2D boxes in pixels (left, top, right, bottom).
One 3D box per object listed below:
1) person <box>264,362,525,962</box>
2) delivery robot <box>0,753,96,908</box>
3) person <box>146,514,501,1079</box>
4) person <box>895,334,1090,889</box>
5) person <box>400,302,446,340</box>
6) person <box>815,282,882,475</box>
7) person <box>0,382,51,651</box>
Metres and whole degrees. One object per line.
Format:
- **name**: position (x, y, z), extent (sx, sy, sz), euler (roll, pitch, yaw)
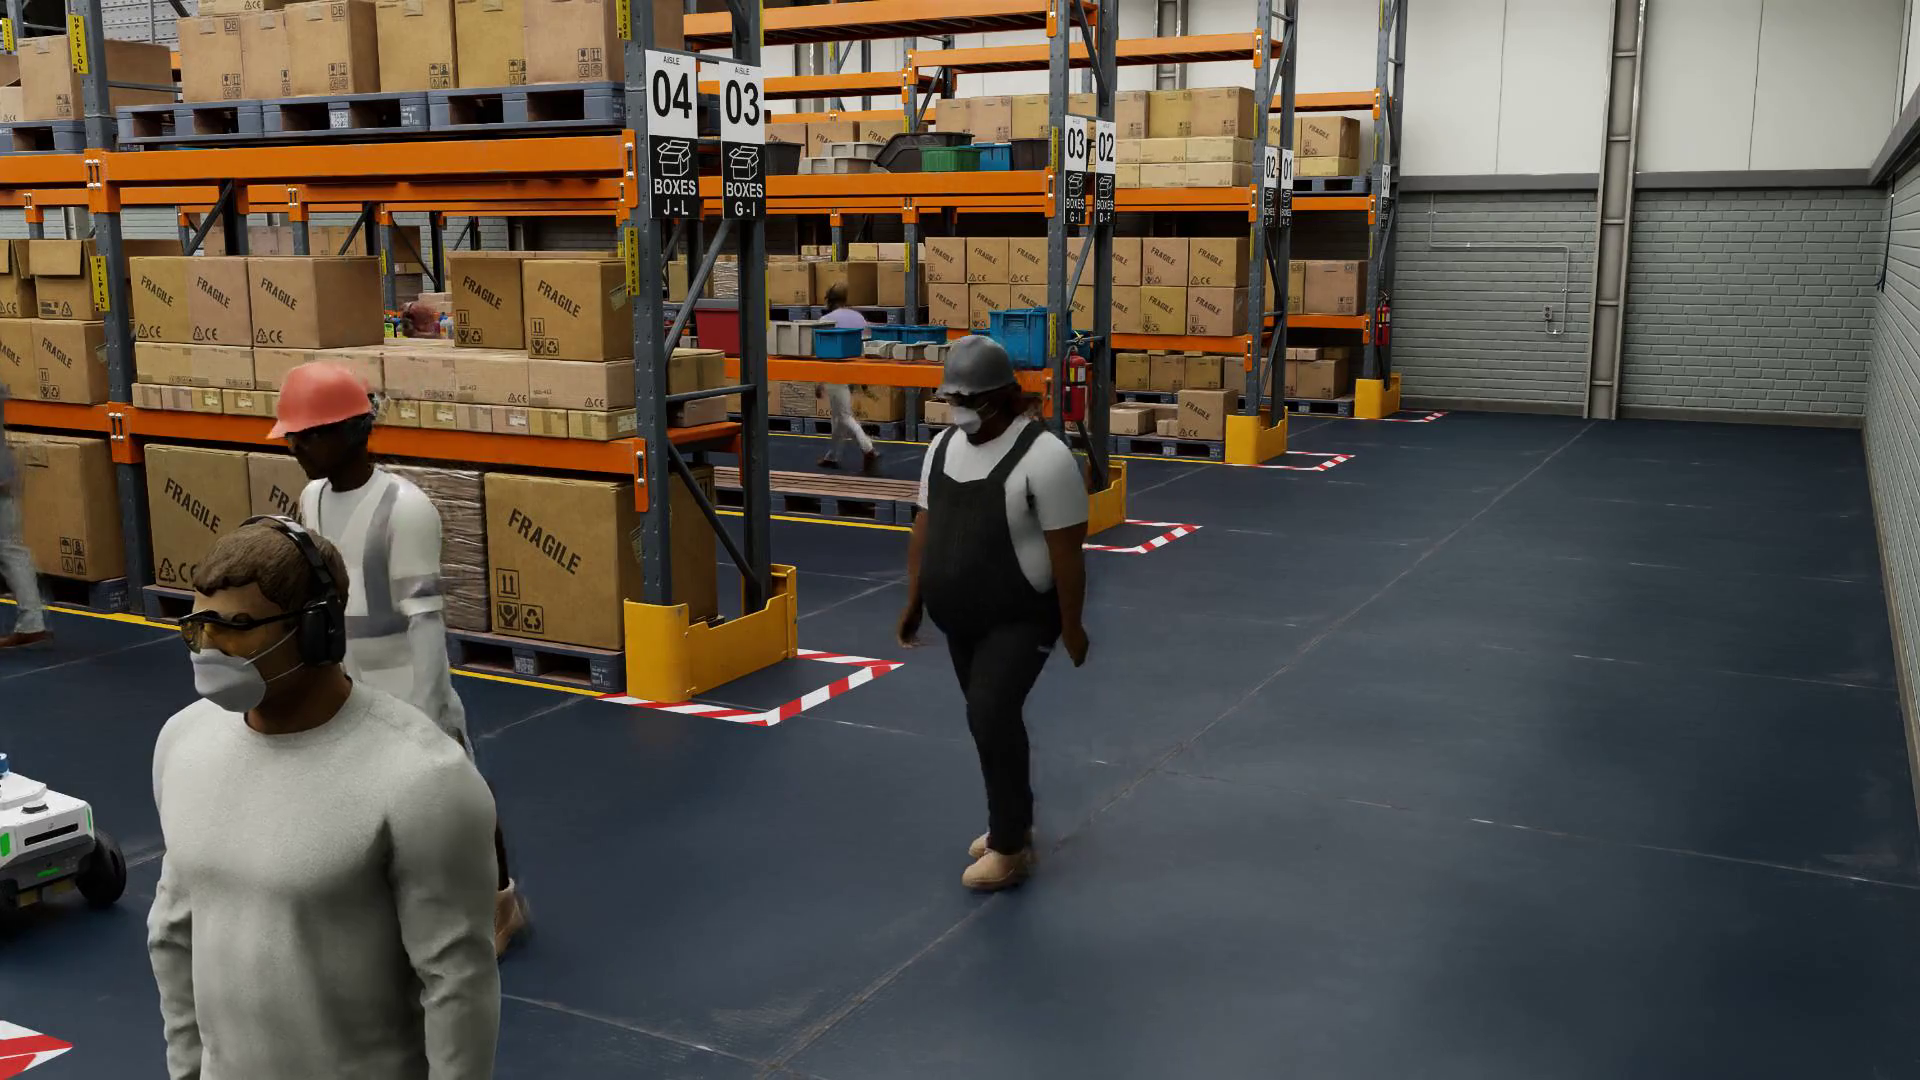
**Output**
- **person**: position (-1.776, 0.456, 5.044), extent (0.673, 1.977, 1.076), euler (7, 12, 33)
- **delivery robot**: position (-3.345, 0.984, 5.777), extent (0.707, 0.478, 0.477), euler (7, 12, 32)
- **person**: position (-1.011, 0.915, 2.634), extent (0.631, 1.939, 0.370), euler (4, 11, 21)
- **person**: position (0.084, 0.231, 6.084), extent (0.709, 2.000, 0.694), euler (-9, 13, -39)
- **person**: position (-3.960, -0.801, 12.178), extent (0.824, 1.872, 0.668), euler (5, 12, 27)
- **person**: position (-1.114, -1.600, 16.483), extent (0.949, 1.905, 0.637), euler (9, 13, 39)
- **person**: position (-5.526, -0.298, 9.352), extent (0.731, 1.892, 0.646), euler (1, 10, 6)
